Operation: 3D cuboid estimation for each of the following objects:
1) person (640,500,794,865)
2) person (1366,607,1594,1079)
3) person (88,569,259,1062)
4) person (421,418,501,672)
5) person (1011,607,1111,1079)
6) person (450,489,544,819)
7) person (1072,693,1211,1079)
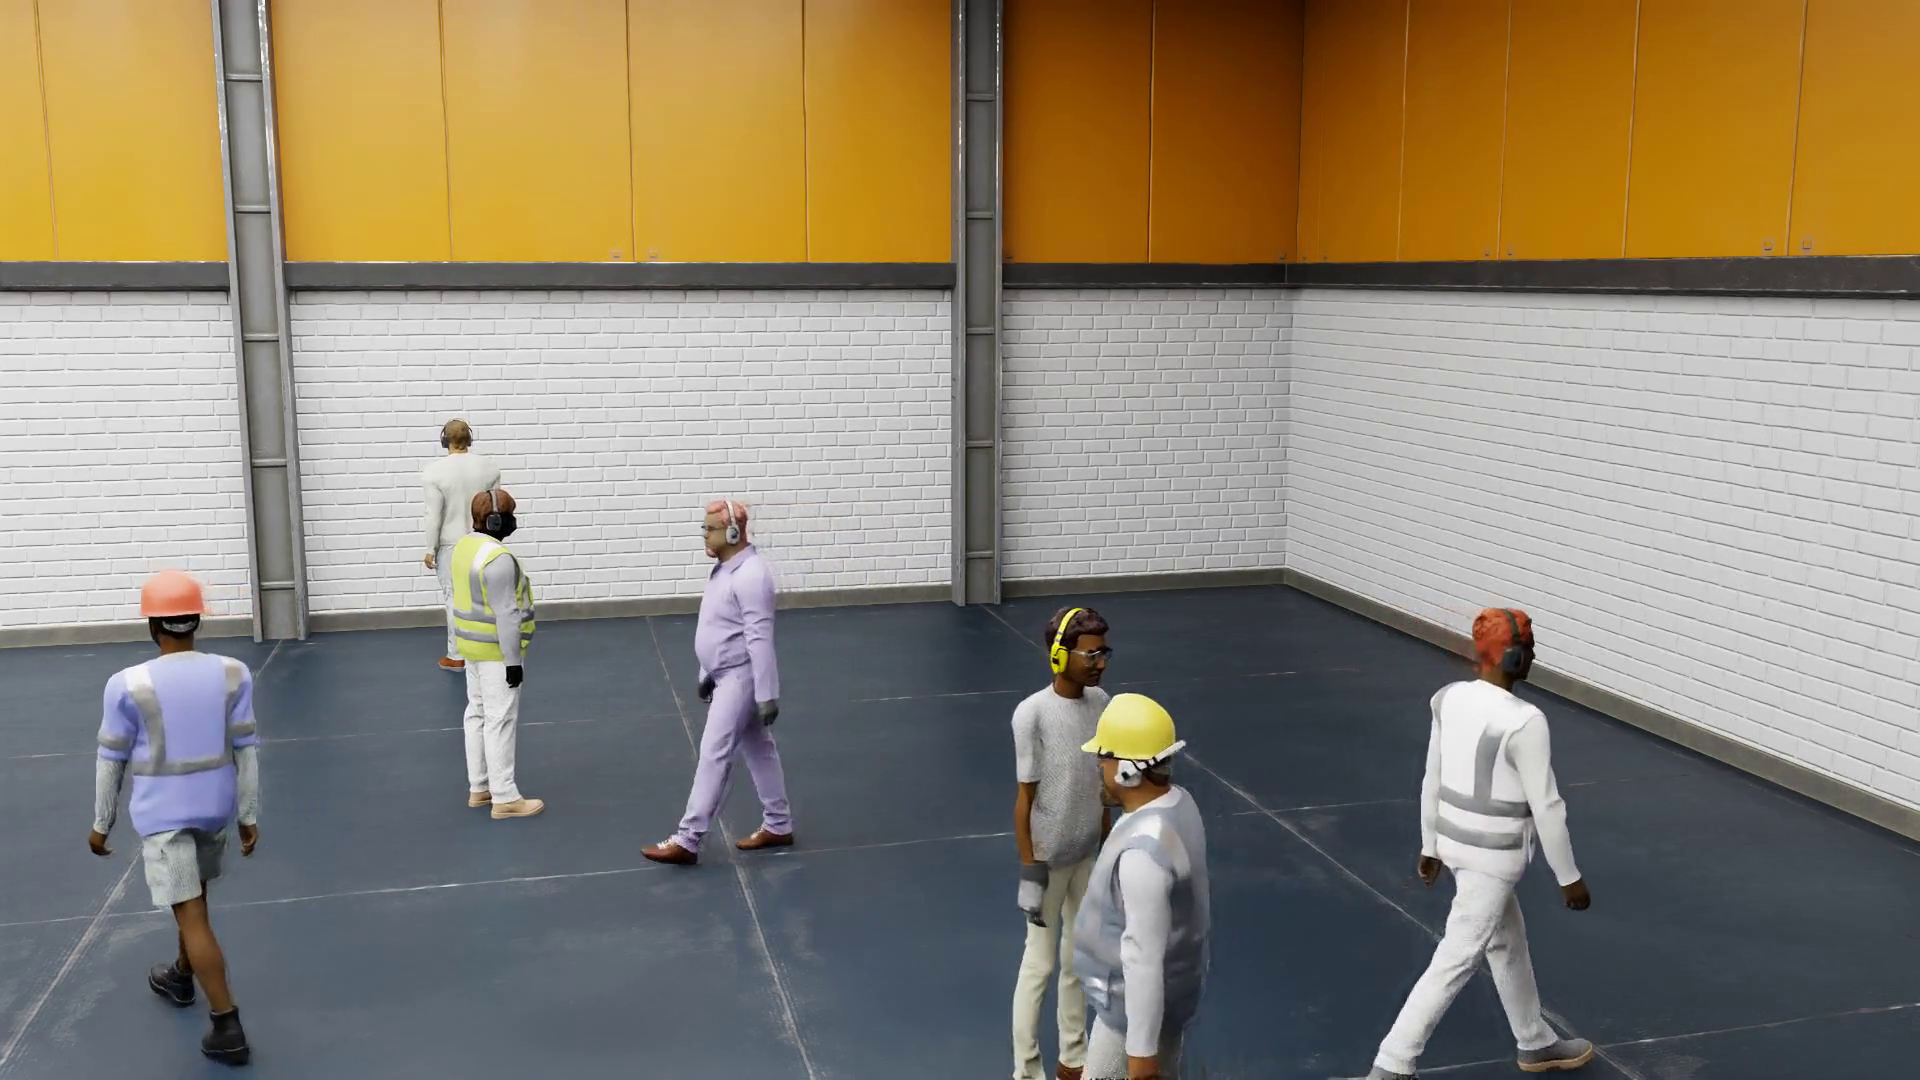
[{"bbox_3d":[-1.278,0.733,8.571,0.918,1.870,0.678,-3,10,-18],"label":"person"},{"bbox_3d":[1.914,1.157,6.105,1.006,1.839,0.591,-2,9,-13],"label":"person"},{"bbox_3d":[-3.068,1.056,6.548,0.990,1.884,0.566,8,12,41],"label":"person"},{"bbox_3d":[-3.807,0.036,12.735,0.636,1.937,0.358,-9,13,-43],"label":"person"},{"bbox_3d":[0.388,1.155,5.987,0.513,1.865,0.338,-9,13,-44],"label":"person"},{"bbox_3d":[-2.603,0.628,9.342,0.430,1.843,0.626,-7,11,-37],"label":"person"},{"bbox_3d":[0.611,1.348,4.966,0.749,1.808,0.602,3,10,18],"label":"person"}]
